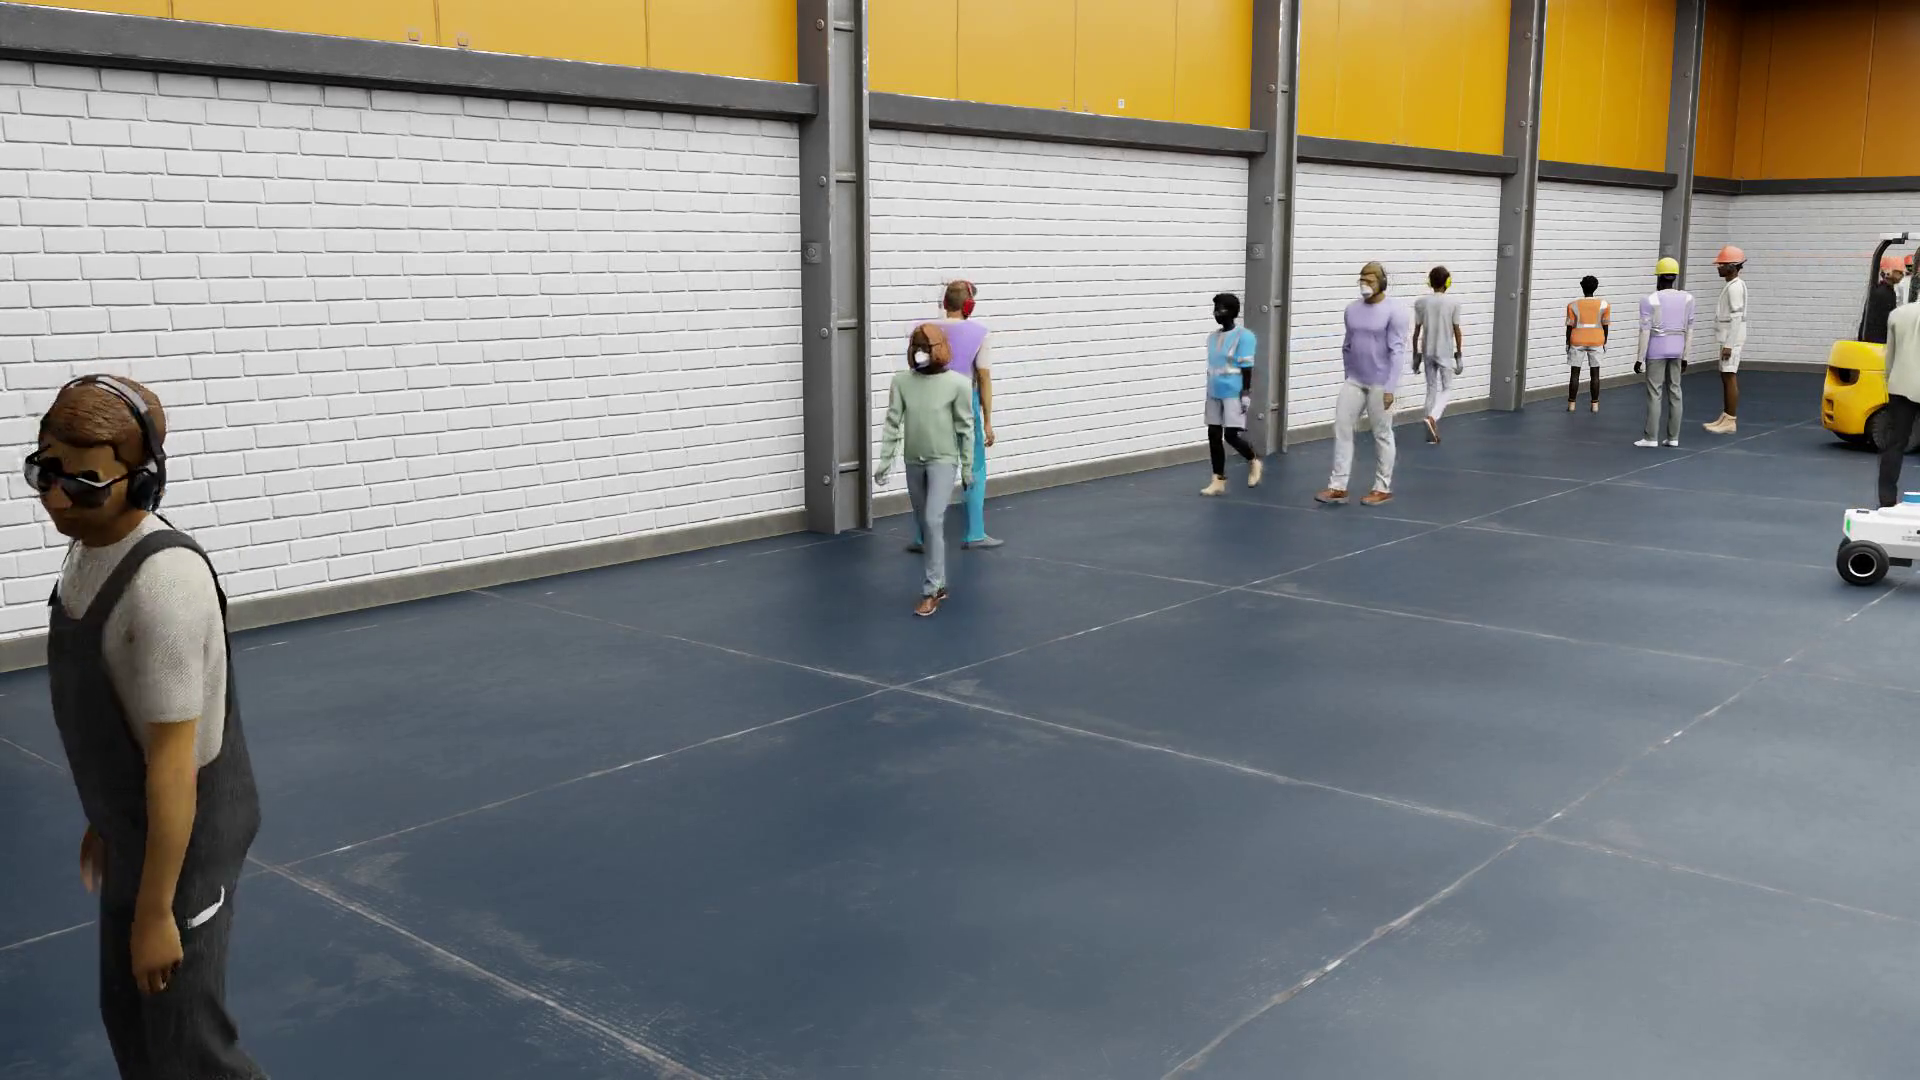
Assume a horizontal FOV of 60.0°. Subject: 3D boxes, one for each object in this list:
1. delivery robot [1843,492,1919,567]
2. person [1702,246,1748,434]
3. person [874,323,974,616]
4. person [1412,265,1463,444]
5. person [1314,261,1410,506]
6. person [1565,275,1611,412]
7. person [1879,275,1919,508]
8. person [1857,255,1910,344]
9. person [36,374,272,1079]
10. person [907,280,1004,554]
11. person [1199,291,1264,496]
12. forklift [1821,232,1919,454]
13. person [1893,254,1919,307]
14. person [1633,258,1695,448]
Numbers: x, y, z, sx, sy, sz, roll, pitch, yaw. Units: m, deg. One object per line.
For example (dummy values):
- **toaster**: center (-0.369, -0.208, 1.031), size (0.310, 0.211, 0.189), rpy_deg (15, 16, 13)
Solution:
- **delivery robot**: center (5.727, -0.046, 10.025), size (0.707, 0.478, 0.477), rpy_deg (5, 11, 28)
- **person**: center (8.395, -2.182, 18.222), size (0.394, 2.044, 0.609), rpy_deg (4, 11, 22)
- **person**: center (-0.210, -0.392, 9.275), size (0.514, 1.610, 0.705), rpy_deg (6, 11, 29)
- **person**: center (4.899, -1.891, 17.103), size (0.539, 1.855, 0.580), rpy_deg (7, 12, 36)
- **person**: center (3.123, -1.200, 12.982), size (0.773, 1.913, 0.647), rpy_deg (-7, 12, -36)
- **person**: center (7.756, -2.421, 20.589), size (0.531, 1.694, 0.320), rpy_deg (3, 10, 16)
- **person**: center (7.238, -1.115, 12.406), size (0.915, 1.952, 0.639), rpy_deg (-7, 12, -33)
- **person**: center (10.535, -2.242, 18.864), size (1.036, 1.930, 0.632), rpy_deg (9, 13, 42)
- **person**: center (-1.470, 0.589, 3.131), size (0.429, 1.818, 0.601), rpy_deg (-8, 13, -38)
- **person**: center (-0.059, -0.807, 11.081), size (0.622, 1.813, 0.537), rpy_deg (4, 11, 21)
- **person**: center (2.220, -1.190, 13.602), size (0.467, 1.677, 0.541), rpy_deg (-7, 12, -35)
- **forklift**: center (9.955, -1.972, 16.595), size (2.313, 2.155, 1.214), rpy_deg (1, 10, 8)
- **person**: center (14.075, -3.273, 24.741), size (0.550, 1.933, 0.373), rpy_deg (2, 10, 11)
- **person**: center (7.136, -1.892, 16.898), size (0.586, 1.928, 0.380), rpy_deg (-1, 10, -8)
